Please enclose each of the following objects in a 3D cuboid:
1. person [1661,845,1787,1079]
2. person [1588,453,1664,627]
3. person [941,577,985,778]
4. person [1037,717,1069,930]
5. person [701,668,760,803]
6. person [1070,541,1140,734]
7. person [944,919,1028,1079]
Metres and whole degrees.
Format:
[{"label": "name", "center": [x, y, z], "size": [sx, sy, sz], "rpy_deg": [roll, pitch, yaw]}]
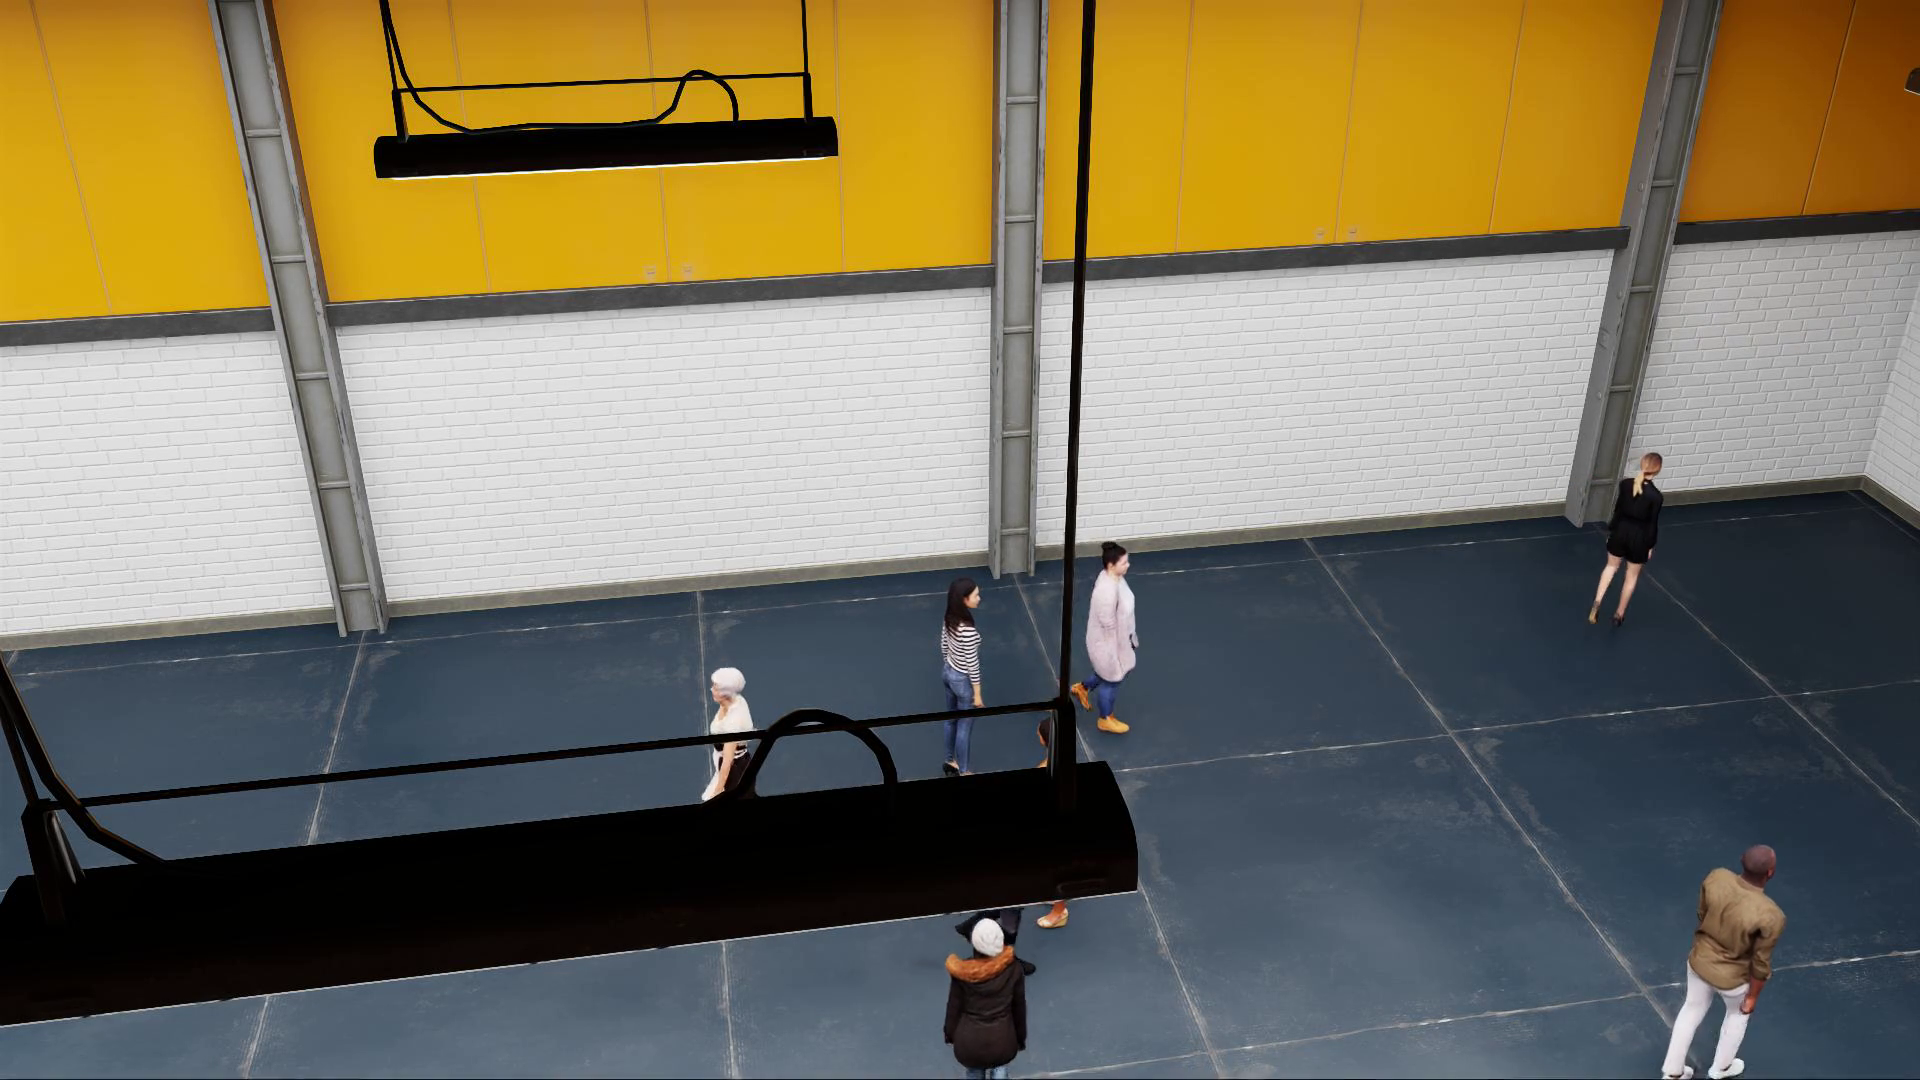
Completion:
[{"label": "person", "center": [4.489, 2.596, 9.911], "size": [0.956, 1.807, 0.900], "rpy_deg": [-18, 33, -30]}, {"label": "person", "center": [5.853, 0.051, 14.634], "size": [0.927, 1.752, 0.830], "rpy_deg": [-26, 38, -38]}, {"label": "person", "center": [0.003, 1.091, 12.683], "size": [0.591, 1.794, 0.639], "rpy_deg": [-14, 32, -24]}, {"label": "person", "center": [0.644, 1.908, 11.299], "size": [0.597, 1.686, 0.613], "rpy_deg": [3, 29, 6]}, {"label": "person", "center": [-1.472, 1.677, 11.701], "size": [1.054, 1.708, 0.626], "rpy_deg": [-5, 29, -9]}, {"label": "person", "center": [1.132, 0.777, 13.325], "size": [0.943, 1.731, 0.858], "rpy_deg": [8, 30, 14]}, {"label": "person", "center": [0.159, 2.887, 9.565], "size": [0.515, 1.628, 0.686], "rpy_deg": [-4, 29, -7]}]
